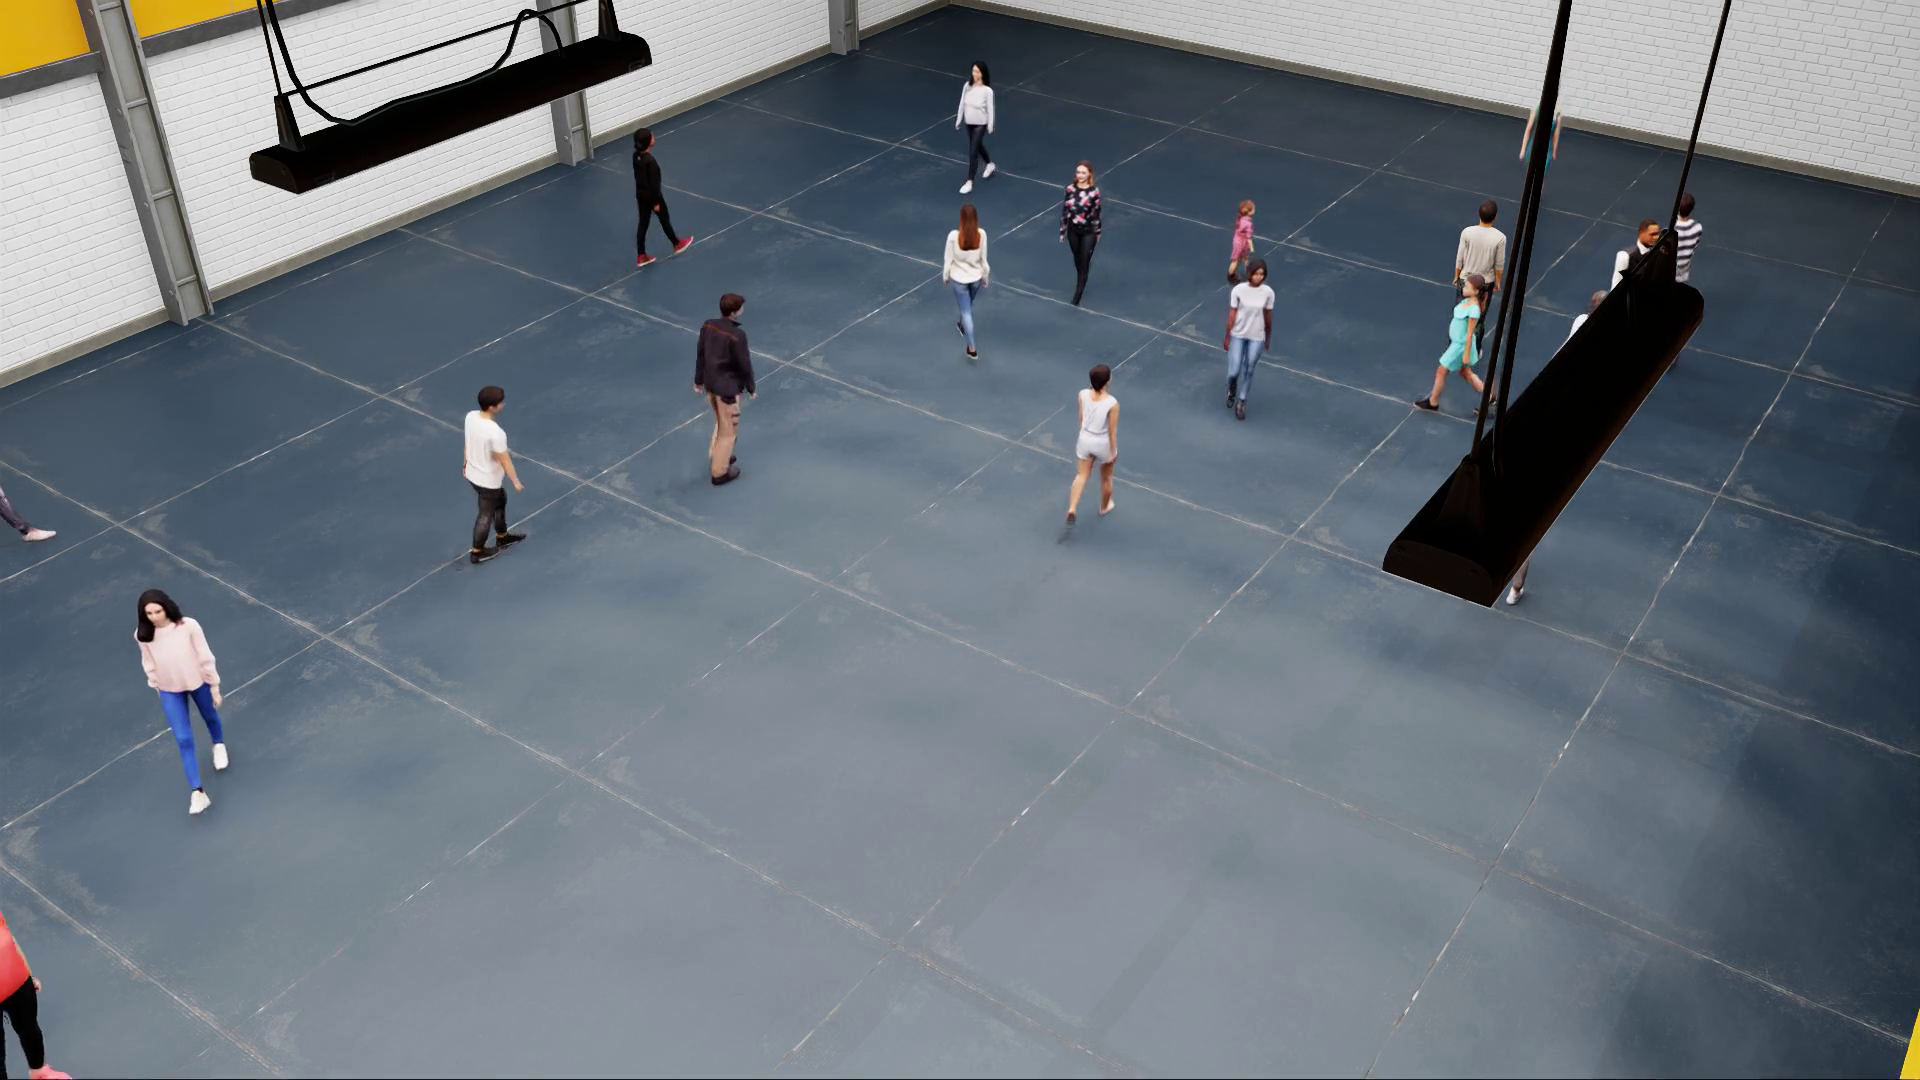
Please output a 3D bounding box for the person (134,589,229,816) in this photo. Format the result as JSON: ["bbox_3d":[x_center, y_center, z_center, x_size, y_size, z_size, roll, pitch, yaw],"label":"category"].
[{"bbox_3d":[-5.555,1.034,12.004,1.137,1.720,1.151,-9,35,-13],"label":"person"}]

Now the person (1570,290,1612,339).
[{"bbox_3d":[5.829,-1.548,15.808,1.094,1.808,1.036,-5,34,-8],"label":"person"}]

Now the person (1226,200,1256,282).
[{"bbox_3d":[3.247,-3.480,19.440,0.730,1.006,0.651,-9,35,-13],"label":"person"}]

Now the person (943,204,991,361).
[{"bbox_3d":[0.089,-2.722,17.720,1.112,1.648,1.122,-8,34,-12],"label":"person"}]

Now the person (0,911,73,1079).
[{"bbox_3d":[-5.600,2.649,9.598,0.794,1.692,0.538,19,38,26],"label":"person"}]

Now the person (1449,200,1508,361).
[{"bbox_3d":[5.463,-2.734,17.589,0.687,1.812,0.612,14,36,20],"label":"person"}]

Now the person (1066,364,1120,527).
[{"bbox_3d":[1.182,-0.832,14.927,0.629,1.591,0.922,18,38,25],"label":"person"}]

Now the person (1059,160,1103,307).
[{"bbox_3d":[1.407,-3.535,18.952,0.752,1.638,1.103,12,36,18],"label":"person"}]

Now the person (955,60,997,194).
[{"bbox_3d":[0.267,-5.462,21.830,0.669,1.661,1.135,24,40,31],"label":"person"}]

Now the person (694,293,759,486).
[{"bbox_3d":[-2.251,-1.377,15.483,0.733,1.884,0.714,17,37,24],"label":"person"}]

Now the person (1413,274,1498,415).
[{"bbox_3d":[5.098,-1.929,16.633,0.878,1.530,1.054,7,34,11],"label":"person"}]

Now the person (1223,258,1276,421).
[{"bbox_3d":[2.862,-2.045,16.642,0.759,1.714,0.814,2,34,3],"label":"person"}]

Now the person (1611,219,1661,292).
[{"bbox_3d":[6.810,-2.392,16.983,0.731,1.914,0.842,-13,36,-19],"label":"person"}]

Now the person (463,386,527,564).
[{"bbox_3d":[-4.179,-0.548,14.421,0.764,1.679,0.867,26,42,34],"label":"person"}]

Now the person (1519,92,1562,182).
[{"bbox_3d":[7.305,-4.876,20.973,0.703,1.633,1.095,15,36,21],"label":"person"}]

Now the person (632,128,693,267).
[{"bbox_3d":[-3.738,-4.021,19.680,0.701,1.641,1.042,27,42,34],"label":"person"}]
